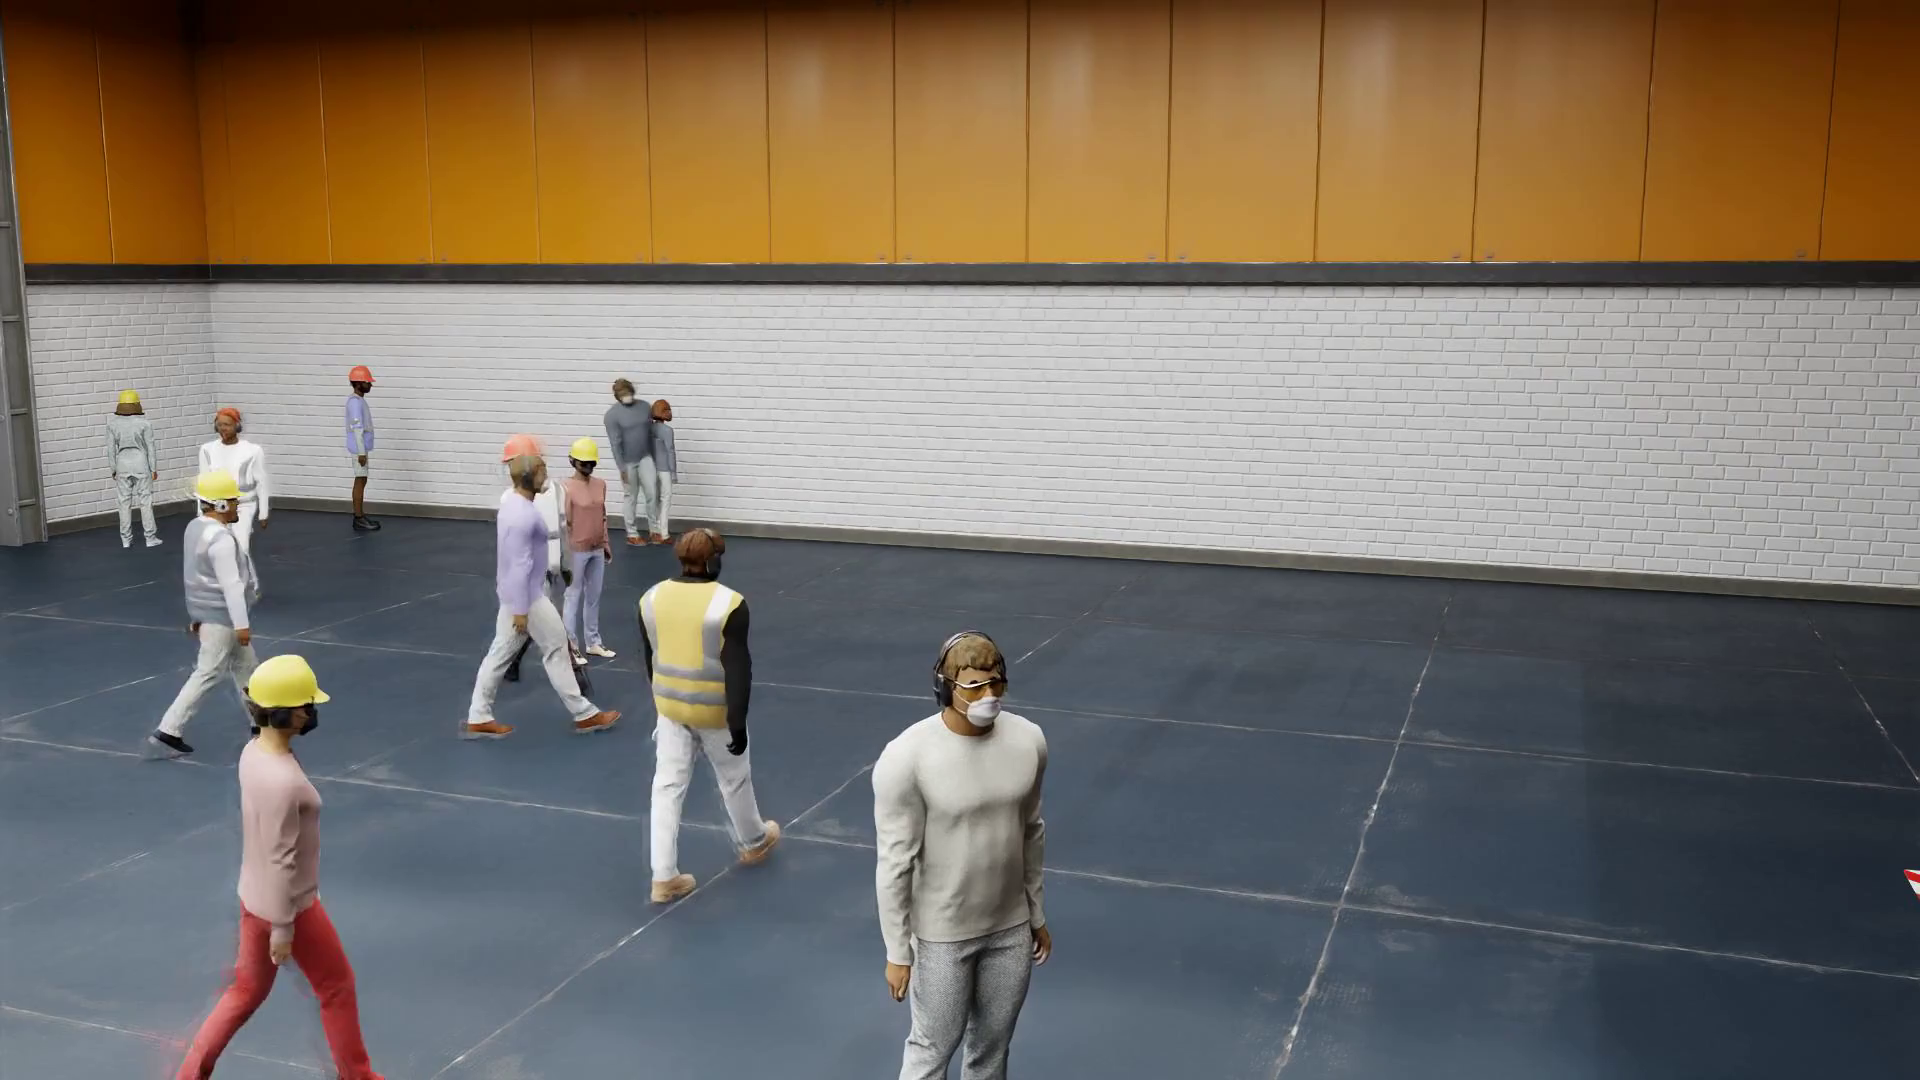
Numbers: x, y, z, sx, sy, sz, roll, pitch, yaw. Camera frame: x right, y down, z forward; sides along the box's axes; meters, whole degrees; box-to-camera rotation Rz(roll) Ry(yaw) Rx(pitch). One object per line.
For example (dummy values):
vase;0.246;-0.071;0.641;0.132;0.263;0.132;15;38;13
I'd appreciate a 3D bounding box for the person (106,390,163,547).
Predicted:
person;-9.130;-0.788;18.382;0.493;1.741;0.299;-2;9;-10

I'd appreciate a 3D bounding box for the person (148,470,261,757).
person;-4.742;0.456;10.530;0.905;1.797;0.608;-7;12;-38

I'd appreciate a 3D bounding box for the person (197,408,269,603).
person;-6.486;-0.263;14.870;0.572;1.839;1.002;1;9;4

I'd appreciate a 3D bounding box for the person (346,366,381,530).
person;-7.031;-1.082;19.602;0.372;1.934;0.551;-3;10;-20

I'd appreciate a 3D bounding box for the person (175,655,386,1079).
person;-2.407;1.247;5.799;0.870;1.731;0.527;-6;11;-34

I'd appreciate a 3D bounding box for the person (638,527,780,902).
person;-1.258;0.823;8.231;0.652;1.790;0.946;4;10;24

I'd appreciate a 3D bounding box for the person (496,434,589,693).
person;-3.086;0.173;12.031;1.038;1.870;0.556;5;10;28

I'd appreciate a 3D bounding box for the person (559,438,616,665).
person;-2.905;0.082;12.935;0.316;1.760;0.533;5;11;30

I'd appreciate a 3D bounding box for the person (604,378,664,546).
person;-3.559;-0.834;18.241;0.719;1.886;0.588;-7;12;-38

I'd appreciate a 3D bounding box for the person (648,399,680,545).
person;-3.323;-0.756;18.548;0.280;1.626;0.498;-8;12;-42

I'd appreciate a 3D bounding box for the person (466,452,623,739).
person;-2.772;0.365;10.801;1.009;1.885;0.647;-4;10;-21

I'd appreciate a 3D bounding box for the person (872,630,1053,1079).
person;0.025;1.232;5.245;0.638;1.937;0.357;-6;11;-35
